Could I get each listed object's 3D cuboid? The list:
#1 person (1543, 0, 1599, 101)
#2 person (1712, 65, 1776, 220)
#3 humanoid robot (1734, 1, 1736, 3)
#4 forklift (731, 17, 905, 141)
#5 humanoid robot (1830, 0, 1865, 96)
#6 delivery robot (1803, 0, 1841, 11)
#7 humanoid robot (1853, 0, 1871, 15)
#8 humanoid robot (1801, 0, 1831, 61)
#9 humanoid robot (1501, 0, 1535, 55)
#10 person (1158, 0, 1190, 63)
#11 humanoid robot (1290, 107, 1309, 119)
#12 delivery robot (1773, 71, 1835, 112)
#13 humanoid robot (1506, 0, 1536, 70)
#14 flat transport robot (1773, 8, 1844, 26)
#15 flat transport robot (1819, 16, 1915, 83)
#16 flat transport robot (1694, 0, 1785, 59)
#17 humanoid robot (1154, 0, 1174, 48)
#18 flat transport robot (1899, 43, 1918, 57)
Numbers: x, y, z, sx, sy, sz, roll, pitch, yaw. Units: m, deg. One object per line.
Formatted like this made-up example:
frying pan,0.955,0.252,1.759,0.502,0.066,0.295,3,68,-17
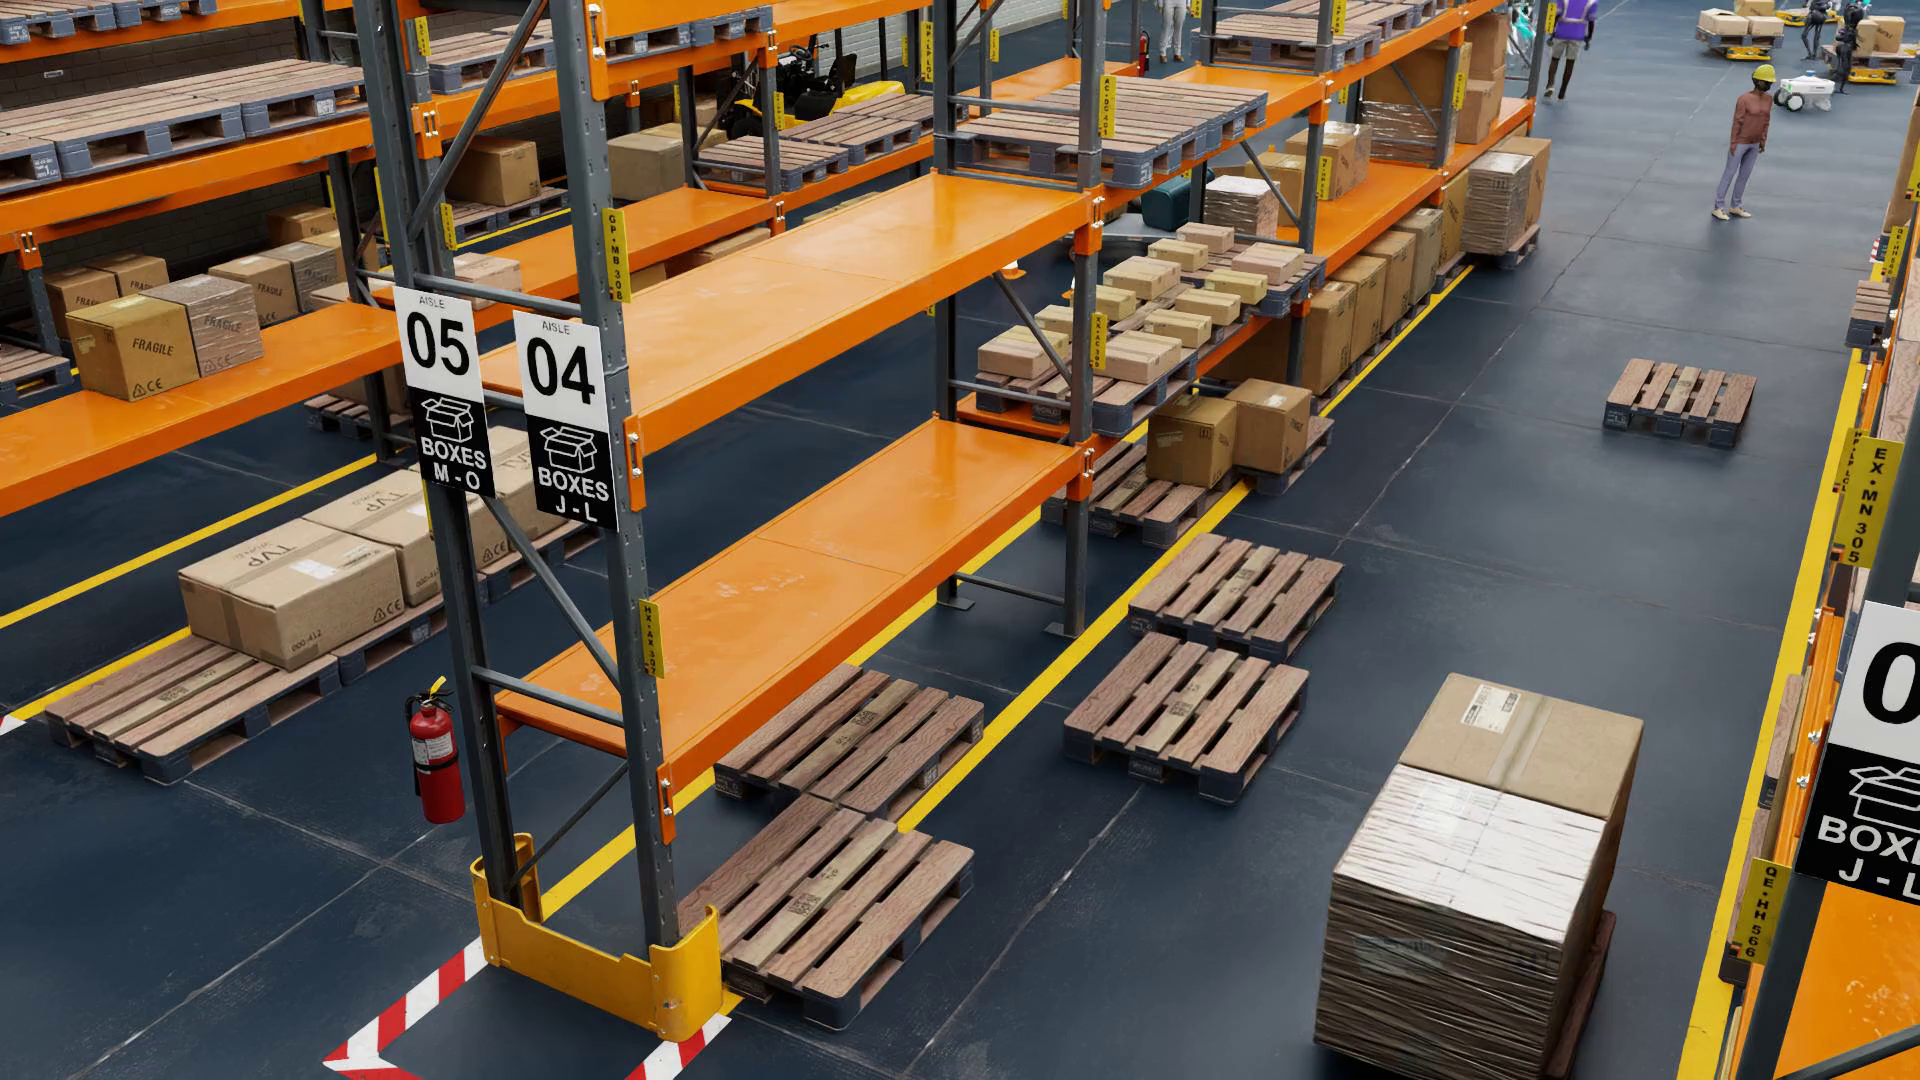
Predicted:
person,9.356,-7.710,25.458,0.654,1.923,0.607,10,27,19
person,9.061,-4.562,19.110,0.522,1.761,0.343,-10,27,-20
humanoid robot,14.454,-9.982,30.323,0.530,1.729,0.740,-21,33,-37
forklift,-1.819,-5.975,21.543,2.313,2.155,1.214,14,29,26
humanoid robot,13.755,-7.748,25.832,0.422,1.636,0.589,20,32,35
delivery robot,17.766,-11.136,34.124,0.746,0.570,0.499,-16,30,-29
humanoid robot,16.939,-10.448,31.317,0.716,1.757,0.532,-1,26,-3
humanoid robot,14.808,-9.119,28.666,0.349,1.646,0.590,22,34,38
humanoid robot,9.788,-9.461,29.272,0.536,1.758,0.726,-7,27,-15
person,3.676,-9.189,28.515,0.630,1.939,0.372,-7,27,-14
humanoid robot,4.997,-6.976,24.217,0.467,1.642,0.611,0,26,0
delivery robot,12.742,-6.761,25.051,0.775,0.585,0.499,0,26,1
humanoid robot,9.433,-8.632,27.613,0.551,1.761,0.970,-7,27,-15
flat transport robot,16.650,-10.293,32.730,1.431,0.231,0.659,-13,28,-24
flat transport robot,14.911,-7.758,27.463,0.659,0.231,1.431,6,26,11
flat transport robot,13.719,-8.697,29.414,0.659,0.231,1.431,2,26,5
humanoid robot,3.773,-9.752,29.903,0.676,1.776,0.541,-15,29,-28
flat transport robot,16.134,-8.545,29.098,1.431,0.231,0.659,11,28,21
